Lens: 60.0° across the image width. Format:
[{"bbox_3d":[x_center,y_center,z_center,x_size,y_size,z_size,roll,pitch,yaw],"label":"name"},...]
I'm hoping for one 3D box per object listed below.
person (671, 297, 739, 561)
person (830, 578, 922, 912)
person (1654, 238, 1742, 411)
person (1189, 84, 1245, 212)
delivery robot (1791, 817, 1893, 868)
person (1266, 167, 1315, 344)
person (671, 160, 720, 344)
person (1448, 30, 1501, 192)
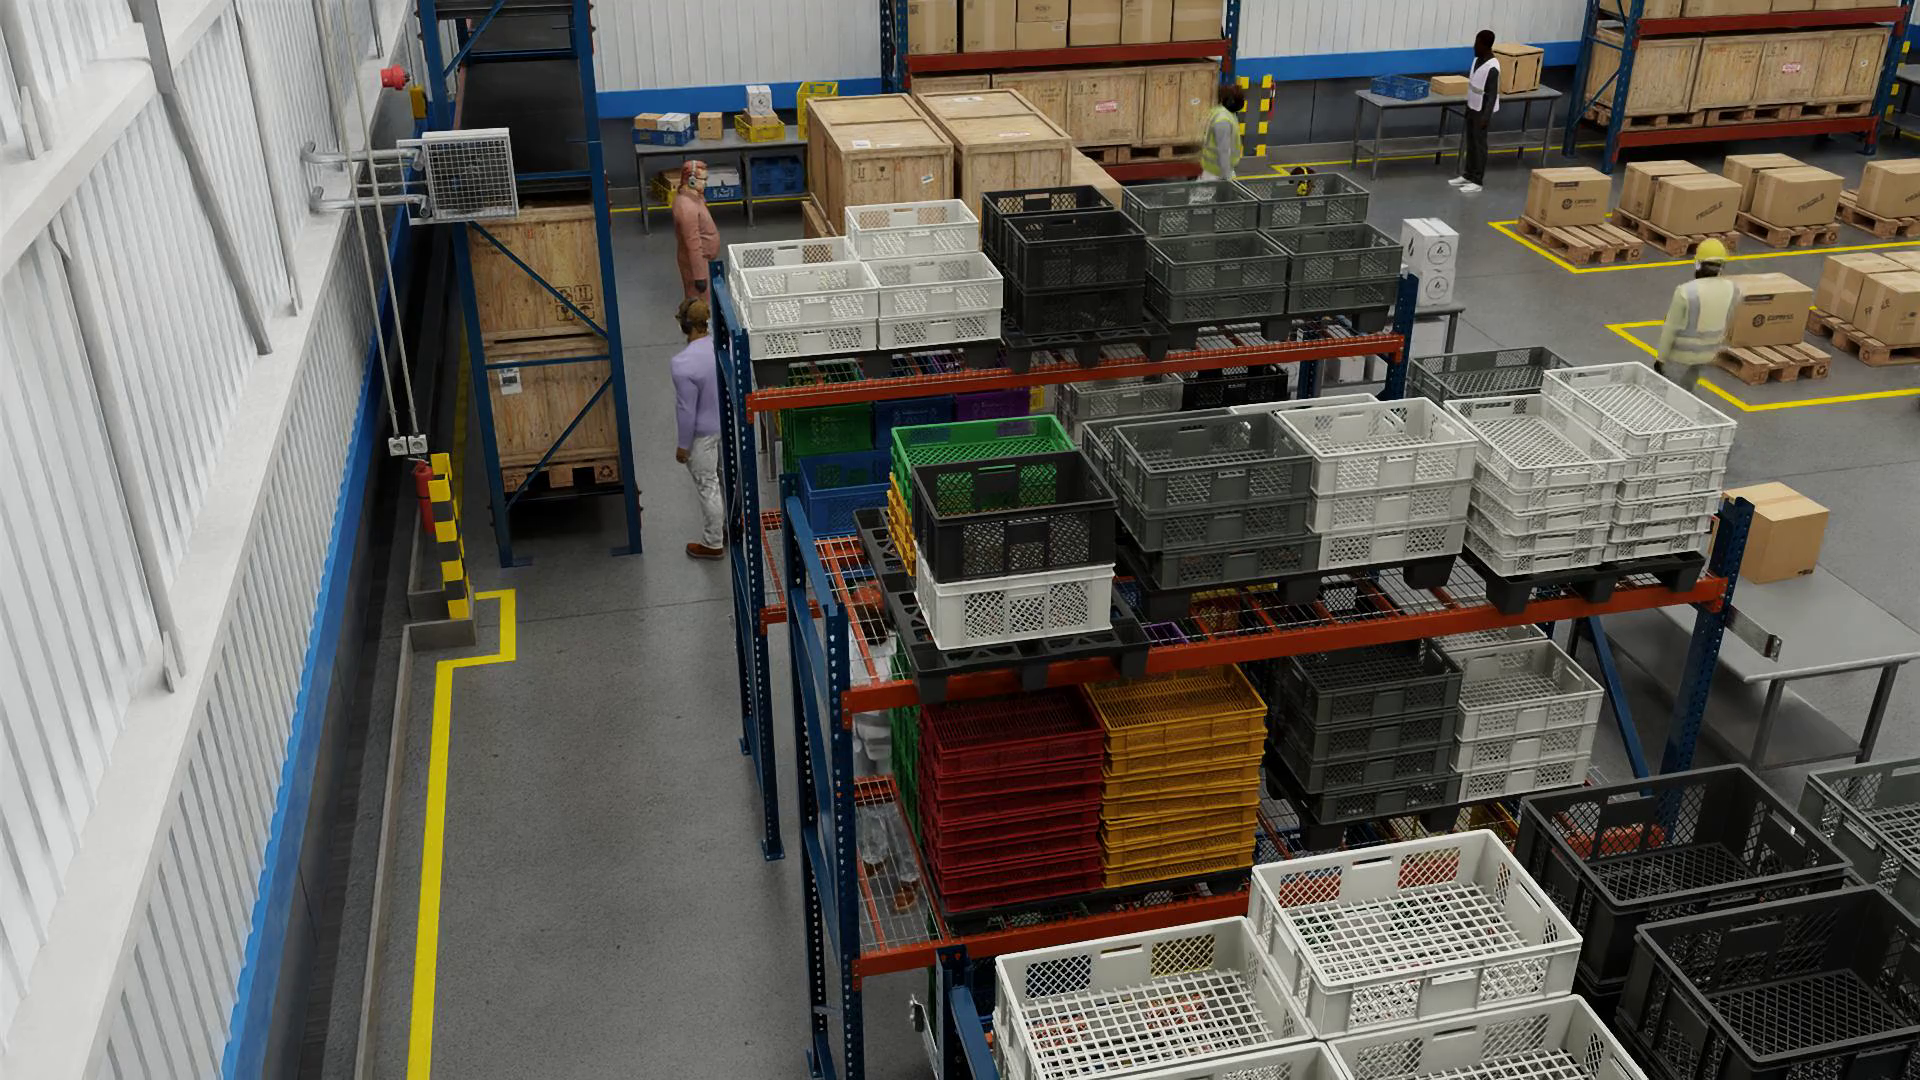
[{"bbox_3d":[-1.788,-0.781,11.723,0.374,1.941,0.627,15,31,26],"label":"person"},{"bbox_3d":[-0.411,1.016,8.384,0.578,1.874,0.343,20,34,33],"label":"person"},{"bbox_3d":[5.835,-1.526,13.287,0.637,1.799,0.610,-5,28,-9],"label":"person"},{"bbox_3d":[2.782,-4.080,18.144,0.960,1.796,0.634,8,29,14],"label":"person"},{"bbox_3d":[4.523,1.697,8.398,0.477,0.478,0.707,-6,28,-12],"label":"delivery robot"},{"bbox_3d":[2.968,-2.419,14.912,0.329,1.865,0.516,-6,28,-12],"label":"person"},{"bbox_3d":[-2.348,-2.467,14.961,0.407,1.905,0.638,-6,28,-12],"label":"person"},{"bbox_3d":[6.286,-5.185,20.103,0.396,1.917,0.590,-2,28,-5],"label":"person"}]
